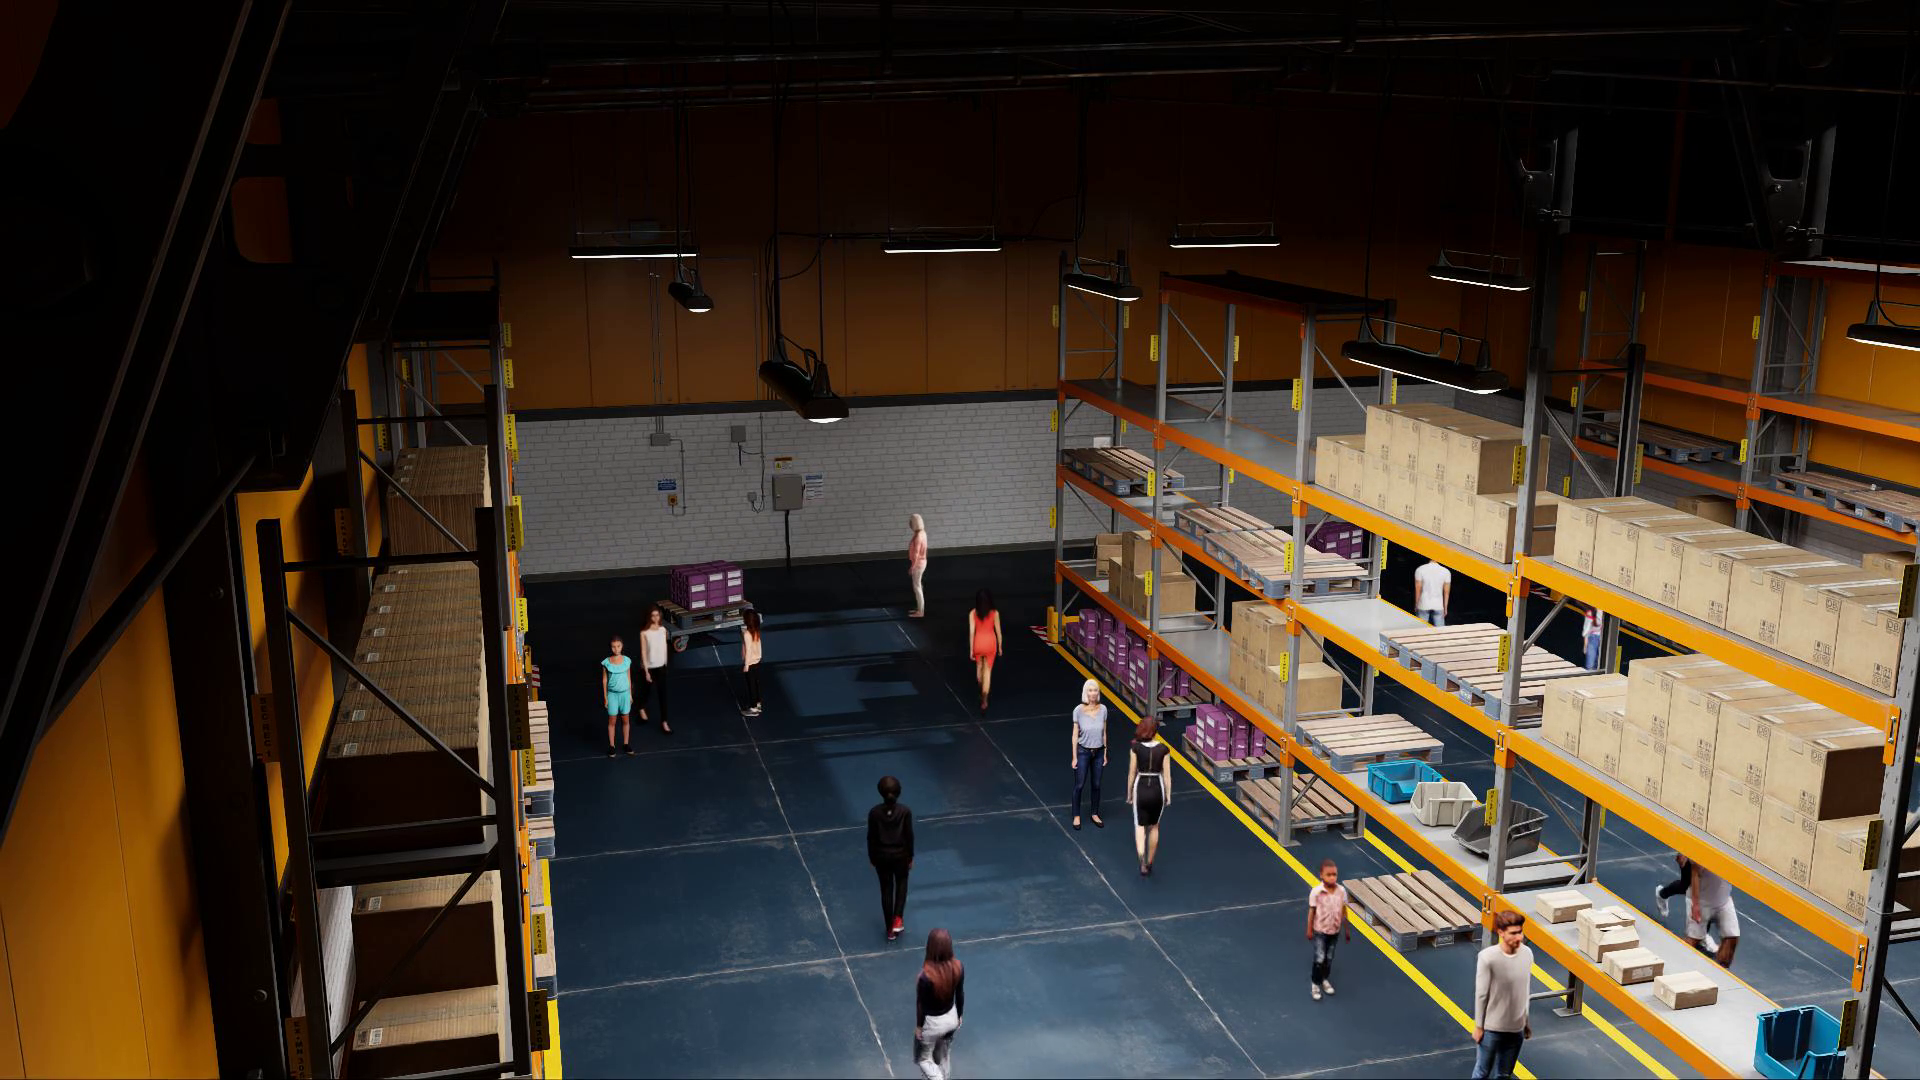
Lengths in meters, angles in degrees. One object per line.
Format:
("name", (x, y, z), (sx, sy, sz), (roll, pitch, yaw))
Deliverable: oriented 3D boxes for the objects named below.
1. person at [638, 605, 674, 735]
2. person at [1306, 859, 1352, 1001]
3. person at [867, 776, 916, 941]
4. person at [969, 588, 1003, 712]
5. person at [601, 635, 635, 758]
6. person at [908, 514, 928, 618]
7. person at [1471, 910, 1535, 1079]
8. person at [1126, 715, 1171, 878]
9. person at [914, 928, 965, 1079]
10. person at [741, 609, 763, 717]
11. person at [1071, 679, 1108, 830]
("person", (-4.086, 1.686, 21.870), (0.766, 1.687, 1.116), (-8, 16, -31))
("person", (3.329, 3.505, 15.185), (0.519, 1.297, 0.545), (-3, 14, -12))
("person", (-0.658, 3.099, 16.084), (0.661, 1.665, 0.631), (0, 14, -2))
("person", (0.341, 1.520, 22.574), (0.892, 1.679, 1.210), (2, 14, 7))
("person", (-4.328, 1.955, 21.031), (0.575, 1.558, 0.581), (-6, 15, -22))
("person", (-0.657, 0.410, 27.076), (0.734, 1.718, 0.595), (1, 14, 3))
("person", (4.195, 3.744, 12.911), (0.652, 1.904, 0.580), (-4, 14, -17))
("person", (1.962, 2.734, 17.345), (0.788, 1.780, 0.946), (1, 14, 6))
("person", (-0.151, 3.847, 13.140), (0.751, 1.596, 0.867), (-10, 17, -35))
("person", (-2.814, 1.645, 22.484), (0.702, 1.479, 0.590), (3, 14, 11))
("person", (1.460, 2.408, 18.819), (0.574, 1.720, 0.504), (-3, 14, -13))
